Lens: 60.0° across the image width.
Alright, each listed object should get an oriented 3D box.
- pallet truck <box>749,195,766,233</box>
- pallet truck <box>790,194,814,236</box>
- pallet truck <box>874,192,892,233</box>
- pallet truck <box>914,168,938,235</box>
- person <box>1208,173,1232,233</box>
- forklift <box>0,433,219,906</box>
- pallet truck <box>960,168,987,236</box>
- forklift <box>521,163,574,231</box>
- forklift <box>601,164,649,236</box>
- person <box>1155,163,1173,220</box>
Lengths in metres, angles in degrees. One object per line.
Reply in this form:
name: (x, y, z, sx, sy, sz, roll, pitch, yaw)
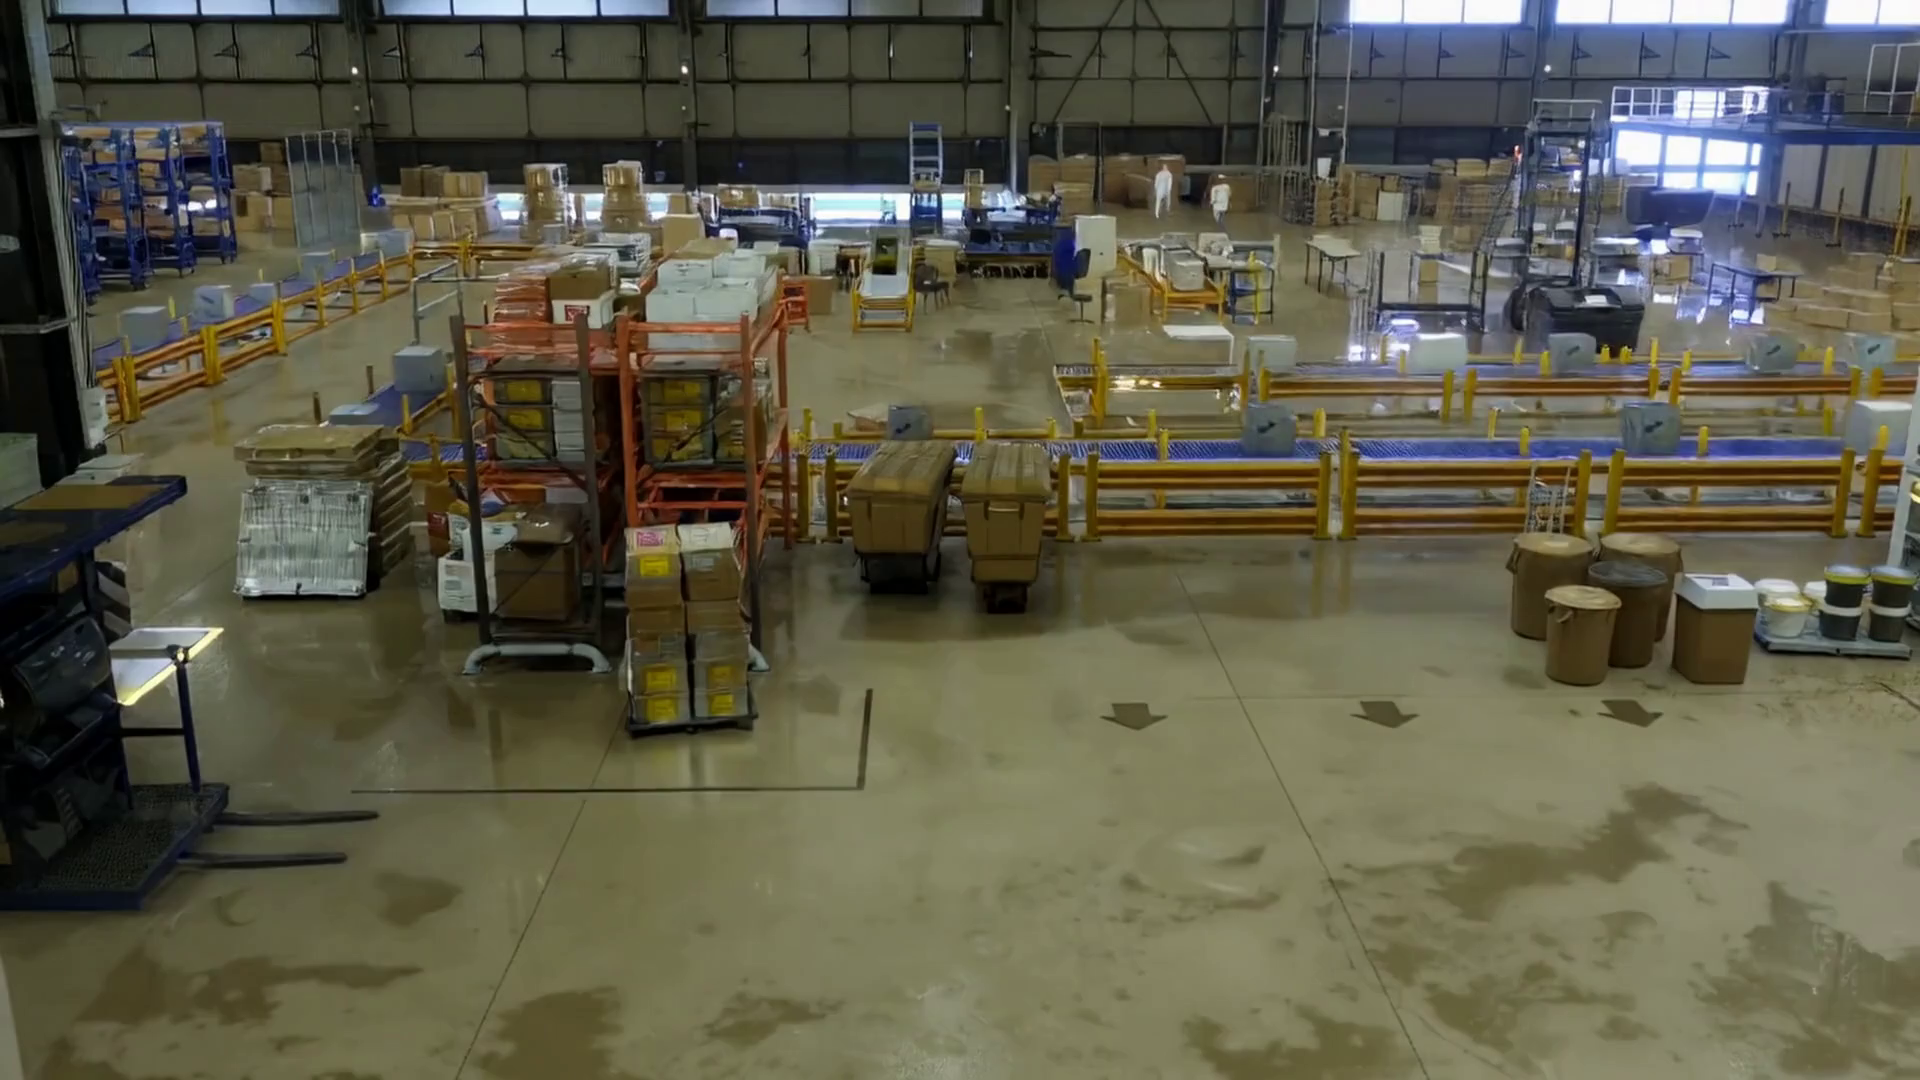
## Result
pallet truck: (-6.051, -9.967, 50.660, 0.680, 1.201, 1.601, 0, 16, -1)
pallet truck: (-4.814, -9.883, 50.259, 0.704, 1.261, 1.522, -1, 16, -3)
pallet truck: (-2.277, -9.986, 50.594, 0.653, 1.274, 1.630, 0, 16, -1)
pallet truck: (-0.989, -10.316, 50.507, 0.823, 1.965, 1.885, 1, 16, 3)
person: (7.381, -9.447, 47.448, 0.660, 2.013, 0.791, -6, 17, -20)
forklift: (-5.952, 0.780, 10.366, 1.873, 2.768, 1.129, 0, 16, -1)
pallet truck: (0.383, -10.230, 50.206, 0.823, 1.965, 1.885, -1, 16, -3)
forklift: (-12.233, -10.122, 49.298, 1.157, 1.987, 2.680, 0, 16, -1)
forklift: (-9.948, -10.127, 49.296, 1.157, 1.987, 2.680, -1, 16, -3)
person: (6.702, -11.456, 54.678, 0.646, 1.876, 0.858, 10, 19, 31)
